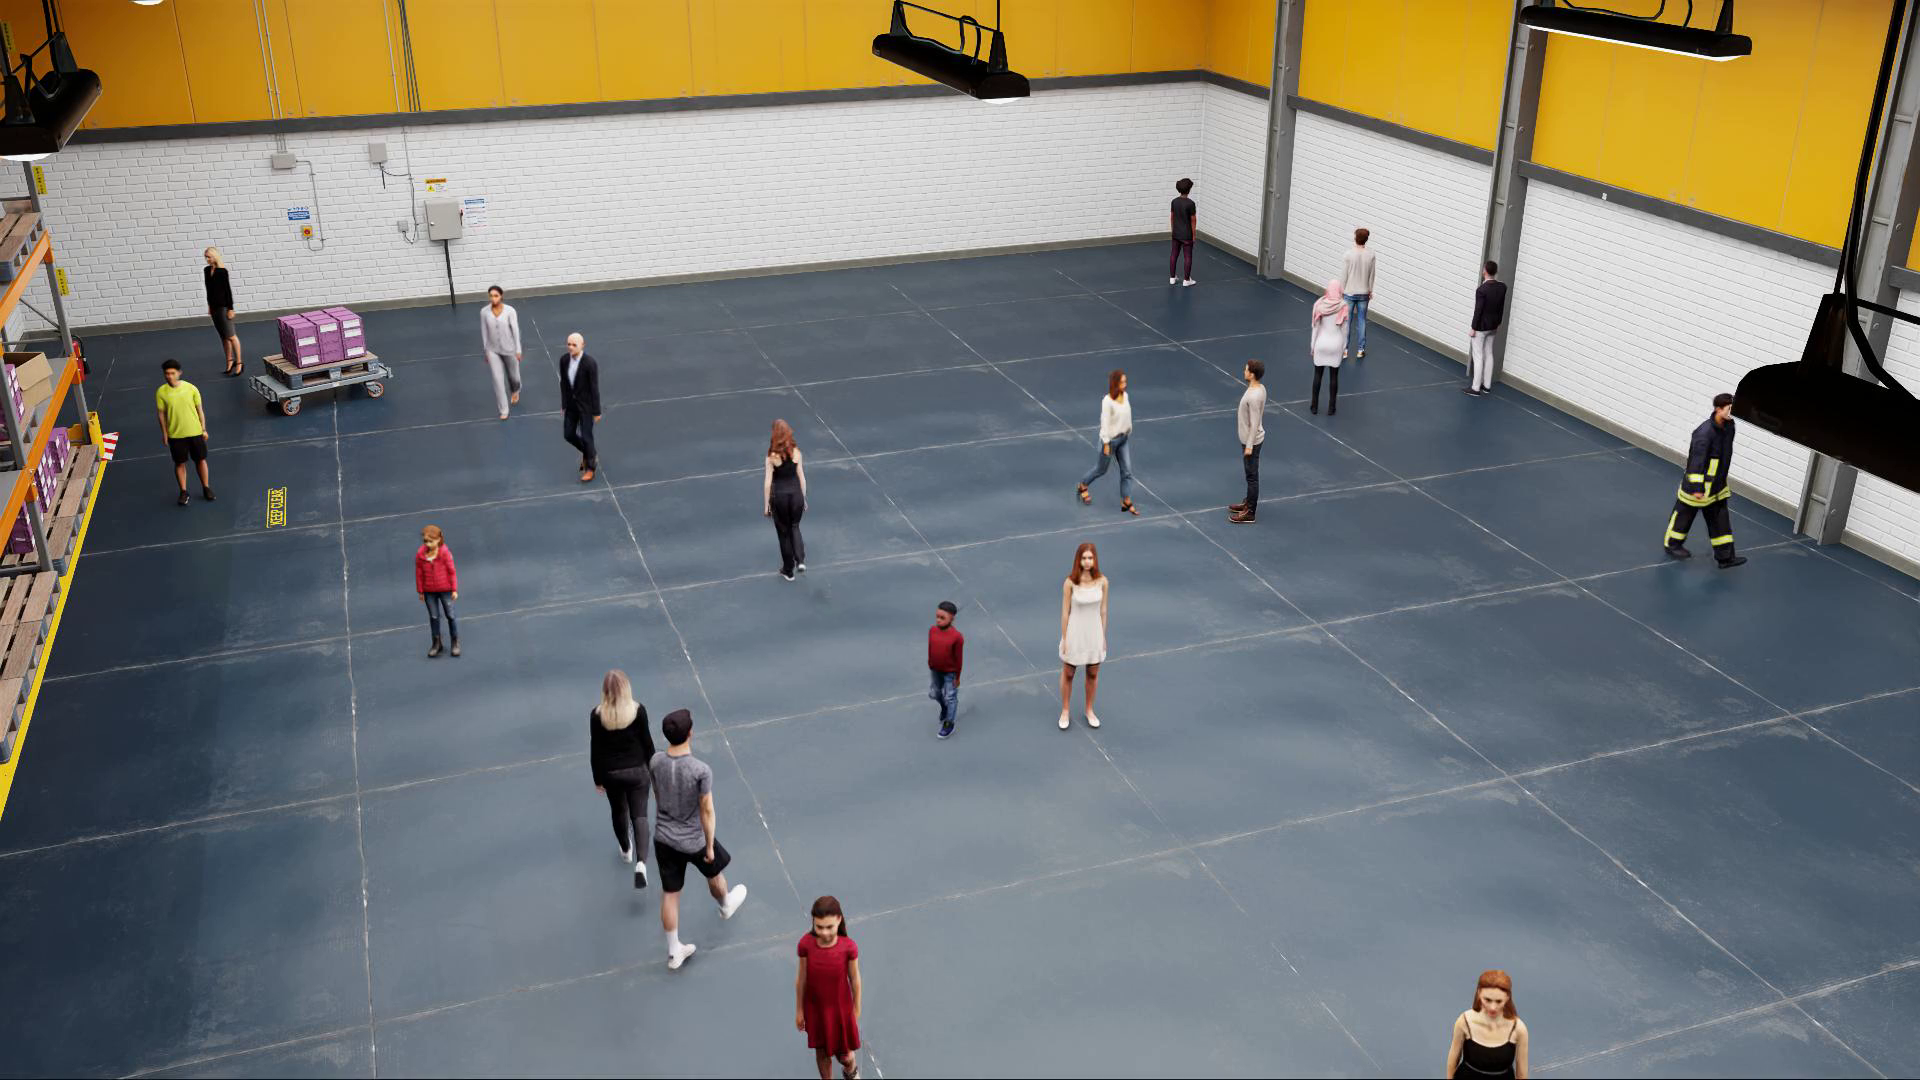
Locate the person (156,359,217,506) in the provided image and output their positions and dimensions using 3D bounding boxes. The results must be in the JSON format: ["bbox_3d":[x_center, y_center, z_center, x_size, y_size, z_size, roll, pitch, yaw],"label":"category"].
[{"bbox_3d":[-8.852,-1.252,18.977,0.650,1.698,0.548,-12,26,-25],"label":"person"}]

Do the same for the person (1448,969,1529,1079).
[{"bbox_3d":[2.927,3.045,9.298,0.916,1.577,1.192,3,24,7],"label":"person"}]

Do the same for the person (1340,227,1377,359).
[{"bbox_3d":[5.731,-3.576,24.035,0.746,1.905,0.727,1,24,3],"label":"person"}]

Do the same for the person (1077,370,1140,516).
[{"bbox_3d":[1.657,-1.117,18.733,1.164,1.646,0.955,20,31,39],"label":"person"}]

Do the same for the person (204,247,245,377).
[{"bbox_3d":[-10.303,-3.200,23.253,0.682,1.843,0.744,11,26,23],"label":"person"}]

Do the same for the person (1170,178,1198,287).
[{"bbox_3d":[3.727,-5.162,27.815,0.695,1.784,0.779,15,28,31],"label":"person"}]

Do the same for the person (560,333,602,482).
[{"bbox_3d":[-4.449,-1.606,19.675,0.885,1.788,0.940,9,25,19],"label":"person"}]

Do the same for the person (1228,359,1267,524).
[{"bbox_3d":[3.231,-1.107,18.435,0.805,1.867,0.675,3,24,7],"label":"person"}]

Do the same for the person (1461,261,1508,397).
[{"bbox_3d":[7.114,-2.866,22.493,0.673,1.840,0.579,-11,26,-24],"label":"person"}]

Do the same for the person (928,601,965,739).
[{"bbox_3d":[-0.087,1.071,14.227,0.658,1.247,0.713,14,27,29],"label":"person"}]

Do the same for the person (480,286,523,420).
[{"bbox_3d":[-5.996,-2.500,21.815,0.776,1.712,1.095,-3,24,-7],"label":"person"}]

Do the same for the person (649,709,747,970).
[{"bbox_3d":[-1.921,2.062,11.223,1.105,1.837,1.202,9,25,20],"label":"person"}]

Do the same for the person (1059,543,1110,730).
[{"bbox_3d":[1.059,0.803,14.258,0.613,1.712,0.613,-2,24,-4],"label":"person"}]

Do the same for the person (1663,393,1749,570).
[{"bbox_3d":[7.706,-0.652,17.369,0.918,1.886,1.182,-13,27,-27],"label":"person"}]

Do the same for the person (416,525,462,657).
[{"bbox_3d":[-4.868,0.463,15.532,0.566,1.316,0.558,-1,24,-3],"label":"person"}]

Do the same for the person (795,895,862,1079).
[{"bbox_3d":[-0.783,2.747,10.022,0.707,1.544,0.803,2,24,5],"label":"person"}]

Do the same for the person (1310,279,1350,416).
[{"bbox_3d":[4.826,-2.523,21.755,0.725,1.801,0.751,5,24,12],"label":"person"}]

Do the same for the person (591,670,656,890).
[{"bbox_3d":[-2.442,1.763,12.122,0.698,1.664,1.066,-5,24,-12],"label":"person"}]

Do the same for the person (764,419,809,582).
[{"bbox_3d":[-1.731,-0.371,16.909,0.659,1.740,0.745,-12,26,-25],"label":"person"}]
